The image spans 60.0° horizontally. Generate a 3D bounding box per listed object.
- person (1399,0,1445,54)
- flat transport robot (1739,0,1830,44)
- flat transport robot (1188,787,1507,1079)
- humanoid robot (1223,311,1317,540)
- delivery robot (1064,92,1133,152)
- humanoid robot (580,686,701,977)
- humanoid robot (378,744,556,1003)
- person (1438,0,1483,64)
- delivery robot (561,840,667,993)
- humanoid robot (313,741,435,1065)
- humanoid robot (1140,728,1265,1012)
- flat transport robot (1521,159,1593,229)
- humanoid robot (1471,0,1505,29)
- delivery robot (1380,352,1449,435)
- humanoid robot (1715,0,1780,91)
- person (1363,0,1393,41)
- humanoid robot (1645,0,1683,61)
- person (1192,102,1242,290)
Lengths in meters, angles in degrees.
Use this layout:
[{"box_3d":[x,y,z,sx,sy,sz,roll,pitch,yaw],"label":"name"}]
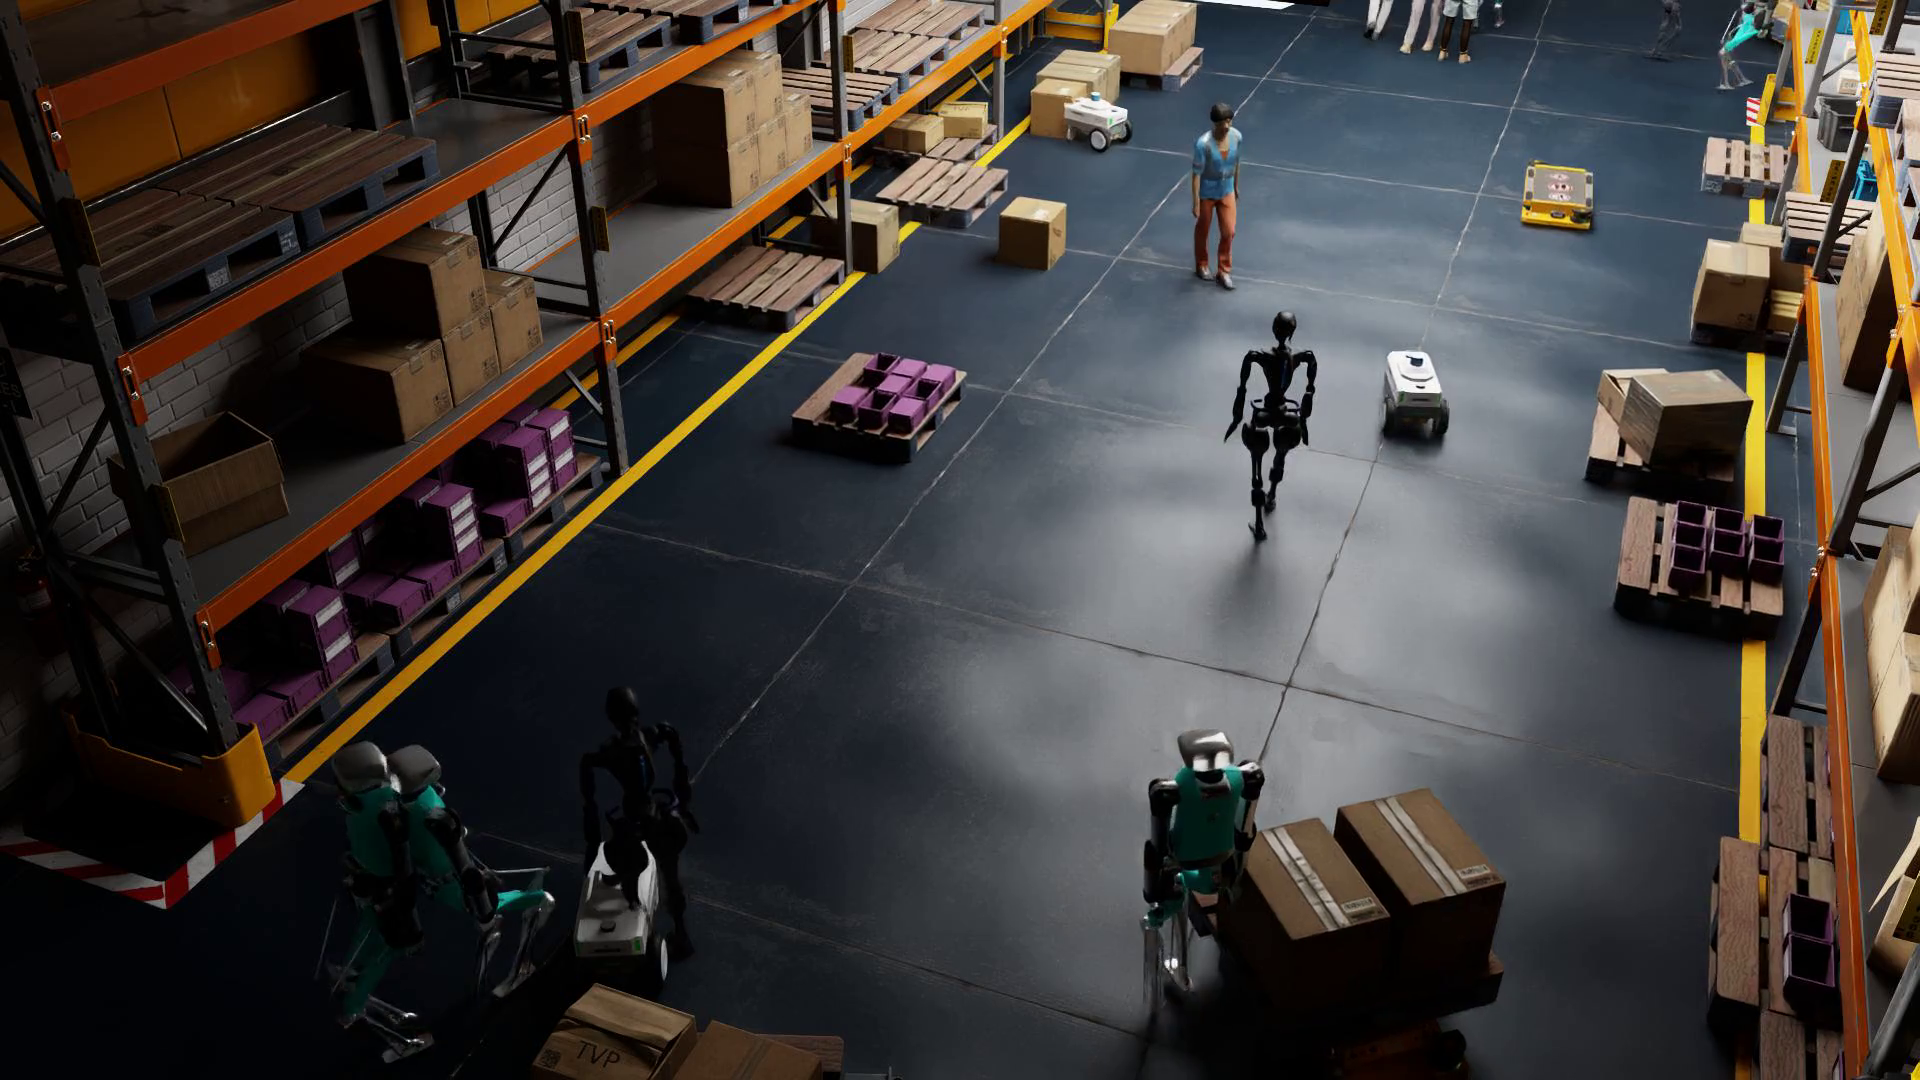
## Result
[{"box_3d":[5.962,-7.044,21.130,0.467,1.735,0.843,17,36,24],"label":"person"},{"box_3d":[11.049,-6.616,21.831,0.659,0.231,1.431,-5,33,-8],"label":"flat transport robot"},{"box_3d":[1.864,2.145,8.271,0.659,0.231,1.431,-10,34,-15],"label":"flat transport robot"},{"box_3d":[2.147,-0.851,11.621,0.603,1.642,0.619,-2,33,-3],"label":"humanoid robot"},{"box_3d":[1.540,-4.691,18.598,0.777,0.605,0.525,25,41,33],"label":"delivery robot"},{"box_3d":[-1.553,1.411,8.105,0.610,1.656,0.307,-22,39,-30],"label":"humanoid robot"},{"box_3d":[-2.241,1.580,7.848,0.551,1.818,0.814,21,39,30],"label":"humanoid robot"},{"box_3d":[6.335,-6.848,20.880,0.533,1.691,0.319,20,38,28],"label":"person"},{"box_3d":[-1.732,1.906,8.397,0.499,0.614,0.791,-2,33,-3],"label":"delivery robot"},{"box_3d":[-2.736,1.750,7.520,0.671,1.772,0.537,-28,42,-36],"label":"humanoid robot"},{"box_3d":[1.043,1.531,7.916,0.544,1.847,0.691,-8,34,-13],"label":"humanoid robot"},{"box_3d":[6.142,-3.554,17.093,0.659,0.231,1.431,10,34,15],"label":"flat transport robot"},{"box_3d":[7.042,-7.546,21.955,0.537,1.765,0.983,26,41,34],"label":"humanoid robot"},{"box_3d":[3.585,-1.206,13.177,0.499,0.575,0.750,2,33,3],"label":"delivery robot"},{"box_3d":[9.326,-6.185,19.828,0.844,1.783,0.553,-7,34,-11],"label":"humanoid robot"},{"box_3d":[5.605,-7.426,21.604,0.576,1.870,0.449,5,33,8],"label":"person"},{"box_3d":[8.981,-6.856,20.905,0.370,1.652,0.584,11,34,16],"label":"humanoid robot"},{"box_3d":[2.345,-3.109,15.049,0.539,1.734,0.697,-9,34,-13],"label":"person"}]
